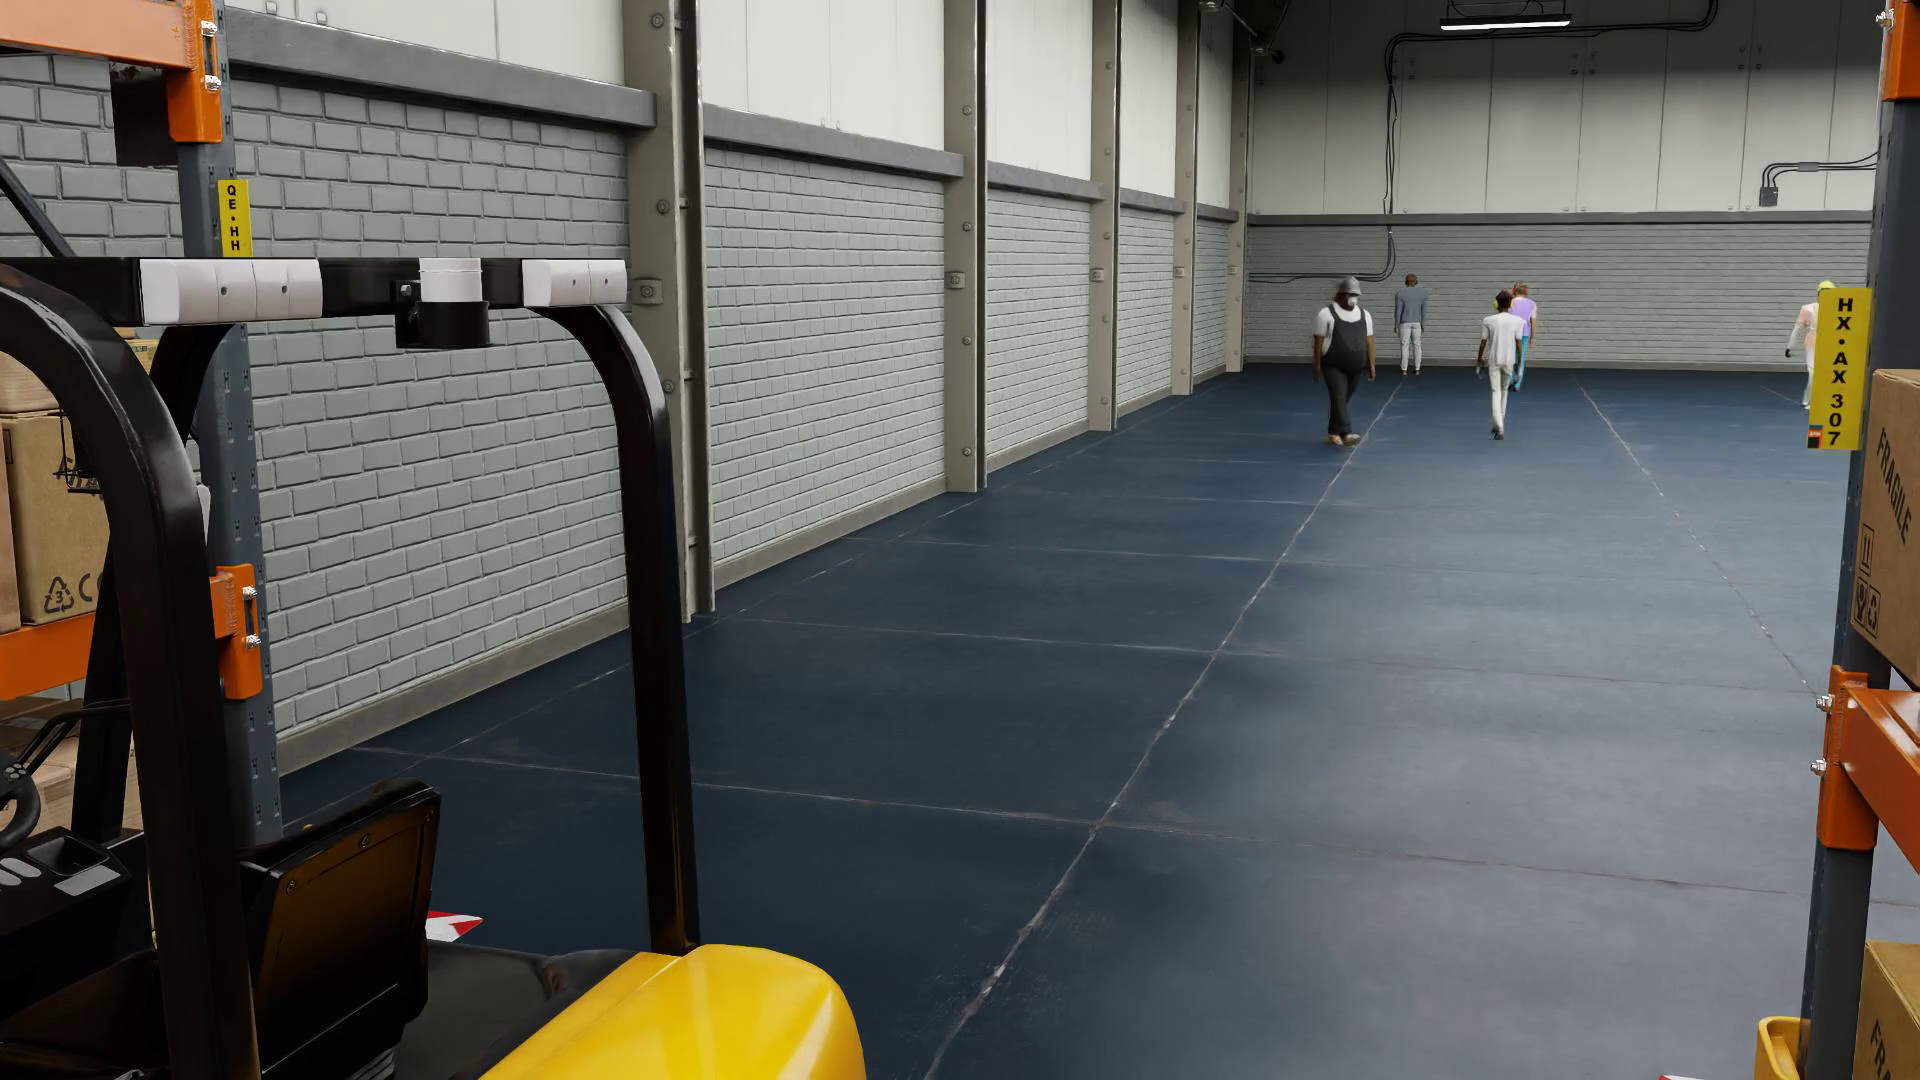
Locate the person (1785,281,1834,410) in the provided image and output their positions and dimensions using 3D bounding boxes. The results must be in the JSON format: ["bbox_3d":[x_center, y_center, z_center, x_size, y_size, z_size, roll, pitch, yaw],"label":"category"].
[{"bbox_3d":[12.560,-2.856,24.457,0.719,1.858,0.985,2,10,13],"label":"person"}]

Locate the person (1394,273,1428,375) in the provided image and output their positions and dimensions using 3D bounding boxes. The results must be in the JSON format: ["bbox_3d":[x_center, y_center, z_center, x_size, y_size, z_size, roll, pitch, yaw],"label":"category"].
[{"bbox_3d":[8.601,-4.121,31.793,0.629,1.937,0.378,-1,10,-4],"label":"person"}]

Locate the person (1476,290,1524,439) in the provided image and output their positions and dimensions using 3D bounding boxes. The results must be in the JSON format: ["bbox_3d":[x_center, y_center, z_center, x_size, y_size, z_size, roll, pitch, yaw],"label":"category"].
[{"bbox_3d":[6.638,-2.156,20.457,0.525,1.823,1.000,2,10,11],"label":"person"}]

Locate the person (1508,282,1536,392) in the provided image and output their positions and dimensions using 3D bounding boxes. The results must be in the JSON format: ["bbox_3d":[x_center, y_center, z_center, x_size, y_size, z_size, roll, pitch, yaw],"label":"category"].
[{"bbox_3d":[9.285,-3.387,27.754,0.595,1.823,0.532,1,10,3],"label":"person"}]

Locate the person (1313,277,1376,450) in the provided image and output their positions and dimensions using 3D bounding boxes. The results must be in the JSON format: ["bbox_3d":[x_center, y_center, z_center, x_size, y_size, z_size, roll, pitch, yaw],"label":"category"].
[{"bbox_3d":[4.491,-2.071,19.272,0.692,2.000,1.064,-3,10,-15],"label":"person"}]
